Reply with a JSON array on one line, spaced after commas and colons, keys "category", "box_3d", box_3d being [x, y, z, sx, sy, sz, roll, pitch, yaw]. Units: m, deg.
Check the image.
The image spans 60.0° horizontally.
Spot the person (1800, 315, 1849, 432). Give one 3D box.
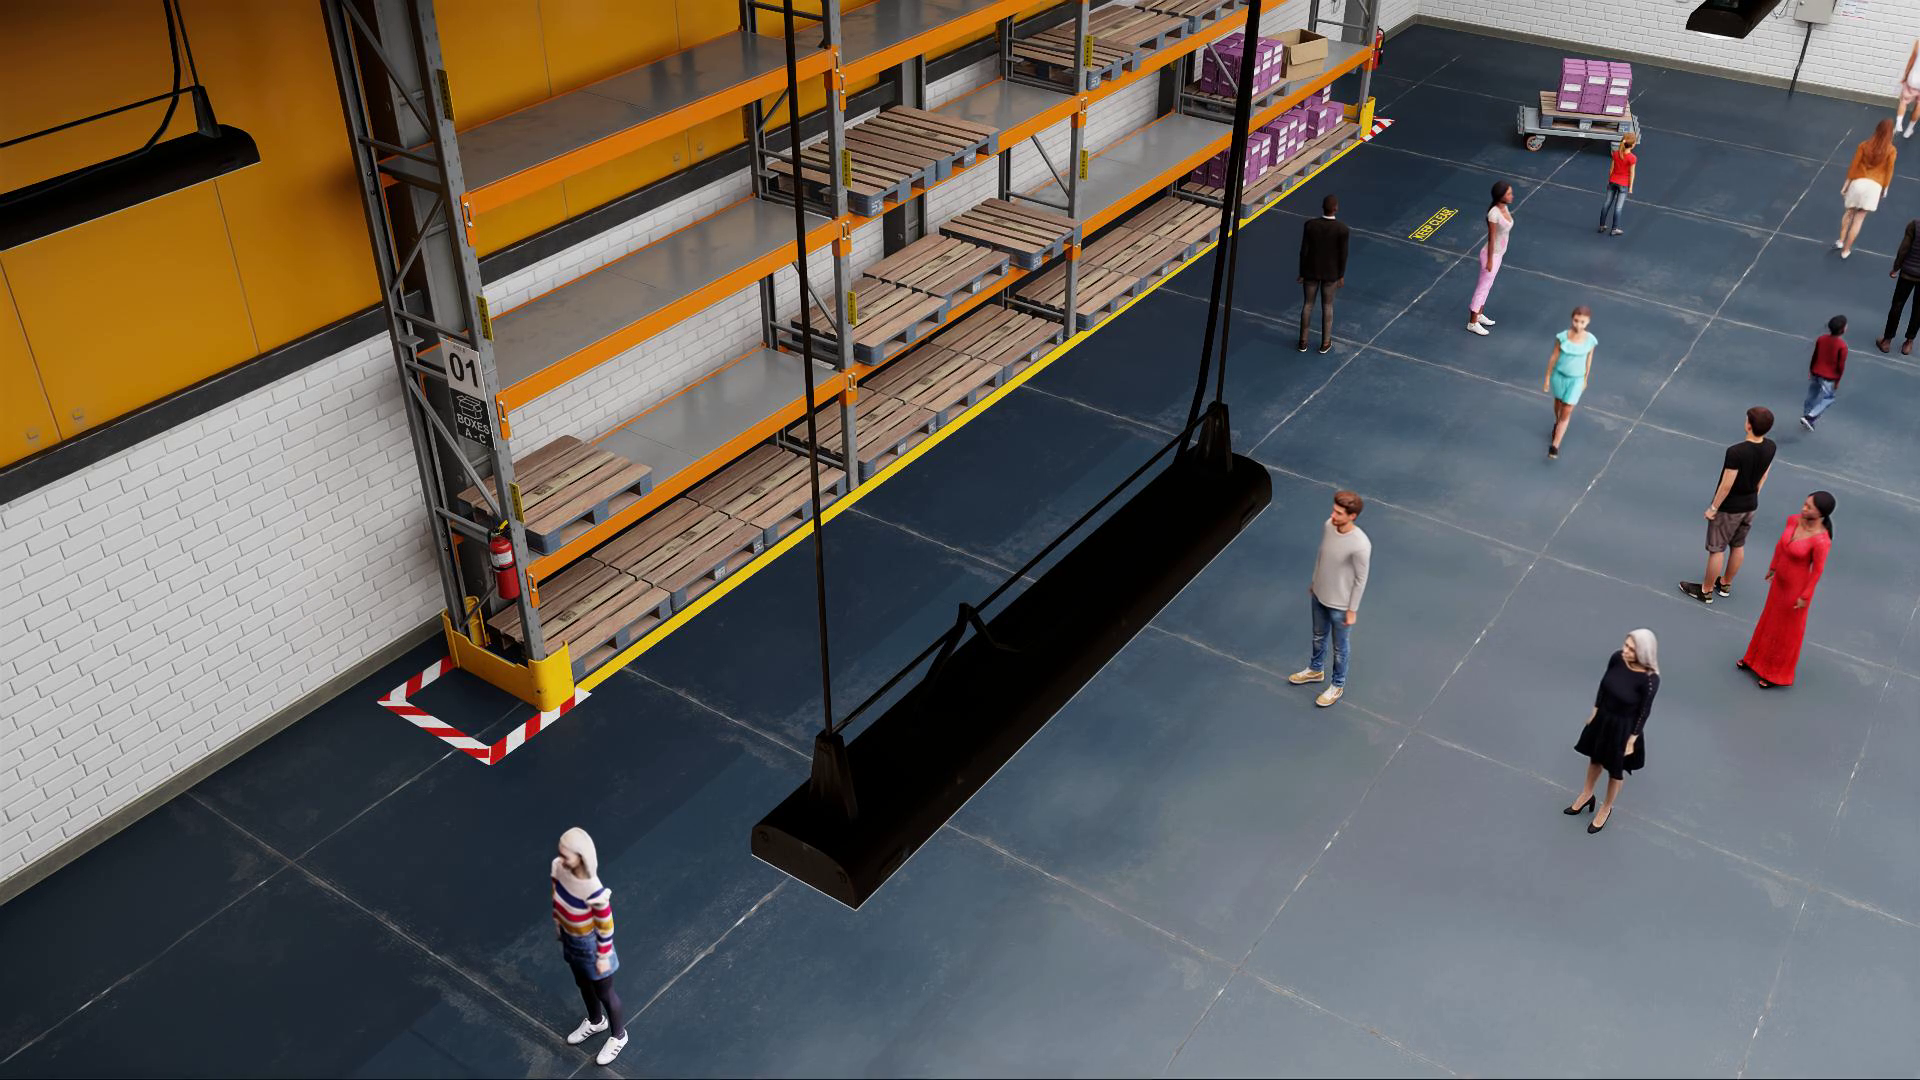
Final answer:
[{"category": "person", "box_3d": [8.679, -1.662, 16.740, 0.688, 1.245, 0.620, -17, 37, -24]}]

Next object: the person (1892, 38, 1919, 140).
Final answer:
[{"category": "person", "box_3d": [13.608, -6.511, 23.558, 0.699, 1.772, 0.963, 18, 38, 25]}]

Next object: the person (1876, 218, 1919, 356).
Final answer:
[{"category": "person", "box_3d": [10.421, -2.906, 18.078, 0.752, 1.835, 0.670, 10, 35, 15]}]

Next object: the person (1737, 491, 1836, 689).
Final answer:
[{"category": "person", "box_3d": [6.595, 0.385, 13.173, 0.793, 1.784, 0.741, -8, 34, -11]}]

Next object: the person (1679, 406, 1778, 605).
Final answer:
[{"category": "person", "box_3d": [6.593, -0.299, 14.132, 0.733, 1.861, 0.836, -12, 36, -18]}]

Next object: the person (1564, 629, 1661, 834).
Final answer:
[{"category": "person", "box_3d": [4.633, 1.342, 11.768, 0.720, 1.746, 0.697, -15, 36, -21]}]

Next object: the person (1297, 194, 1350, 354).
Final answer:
[{"category": "person", "box_3d": [3.936, -2.899, 18.100, 0.716, 1.800, 0.660, 10, 35, 15]}]

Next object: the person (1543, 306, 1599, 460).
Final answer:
[{"category": "person", "box_3d": [6.007, -1.614, 16.425, 0.683, 1.513, 1.087, 14, 36, 21]}]

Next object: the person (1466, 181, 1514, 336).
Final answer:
[{"category": "person", "box_3d": [5.927, -3.166, 18.554, 0.642, 1.741, 0.477, 17, 37, 24]}]

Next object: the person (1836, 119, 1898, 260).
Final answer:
[{"category": "person", "box_3d": [10.978, -4.239, 20.202, 0.622, 1.703, 0.691, 22, 39, 29]}]

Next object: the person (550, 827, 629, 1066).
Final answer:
[{"category": "person", "box_3d": [-2.252, 2.432, 10.070, 0.665, 1.809, 0.535, 24, 41, 32]}]

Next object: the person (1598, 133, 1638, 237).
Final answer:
[{"category": "person", "box_3d": [8.292, -4.486, 20.930, 0.552, 1.310, 0.535, -26, 41, -33]}]

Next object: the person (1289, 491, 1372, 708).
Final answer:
[{"category": "person", "box_3d": [2.939, 0.434, 12.992, 0.725, 1.902, 0.748, -17, 37, -24]}]
